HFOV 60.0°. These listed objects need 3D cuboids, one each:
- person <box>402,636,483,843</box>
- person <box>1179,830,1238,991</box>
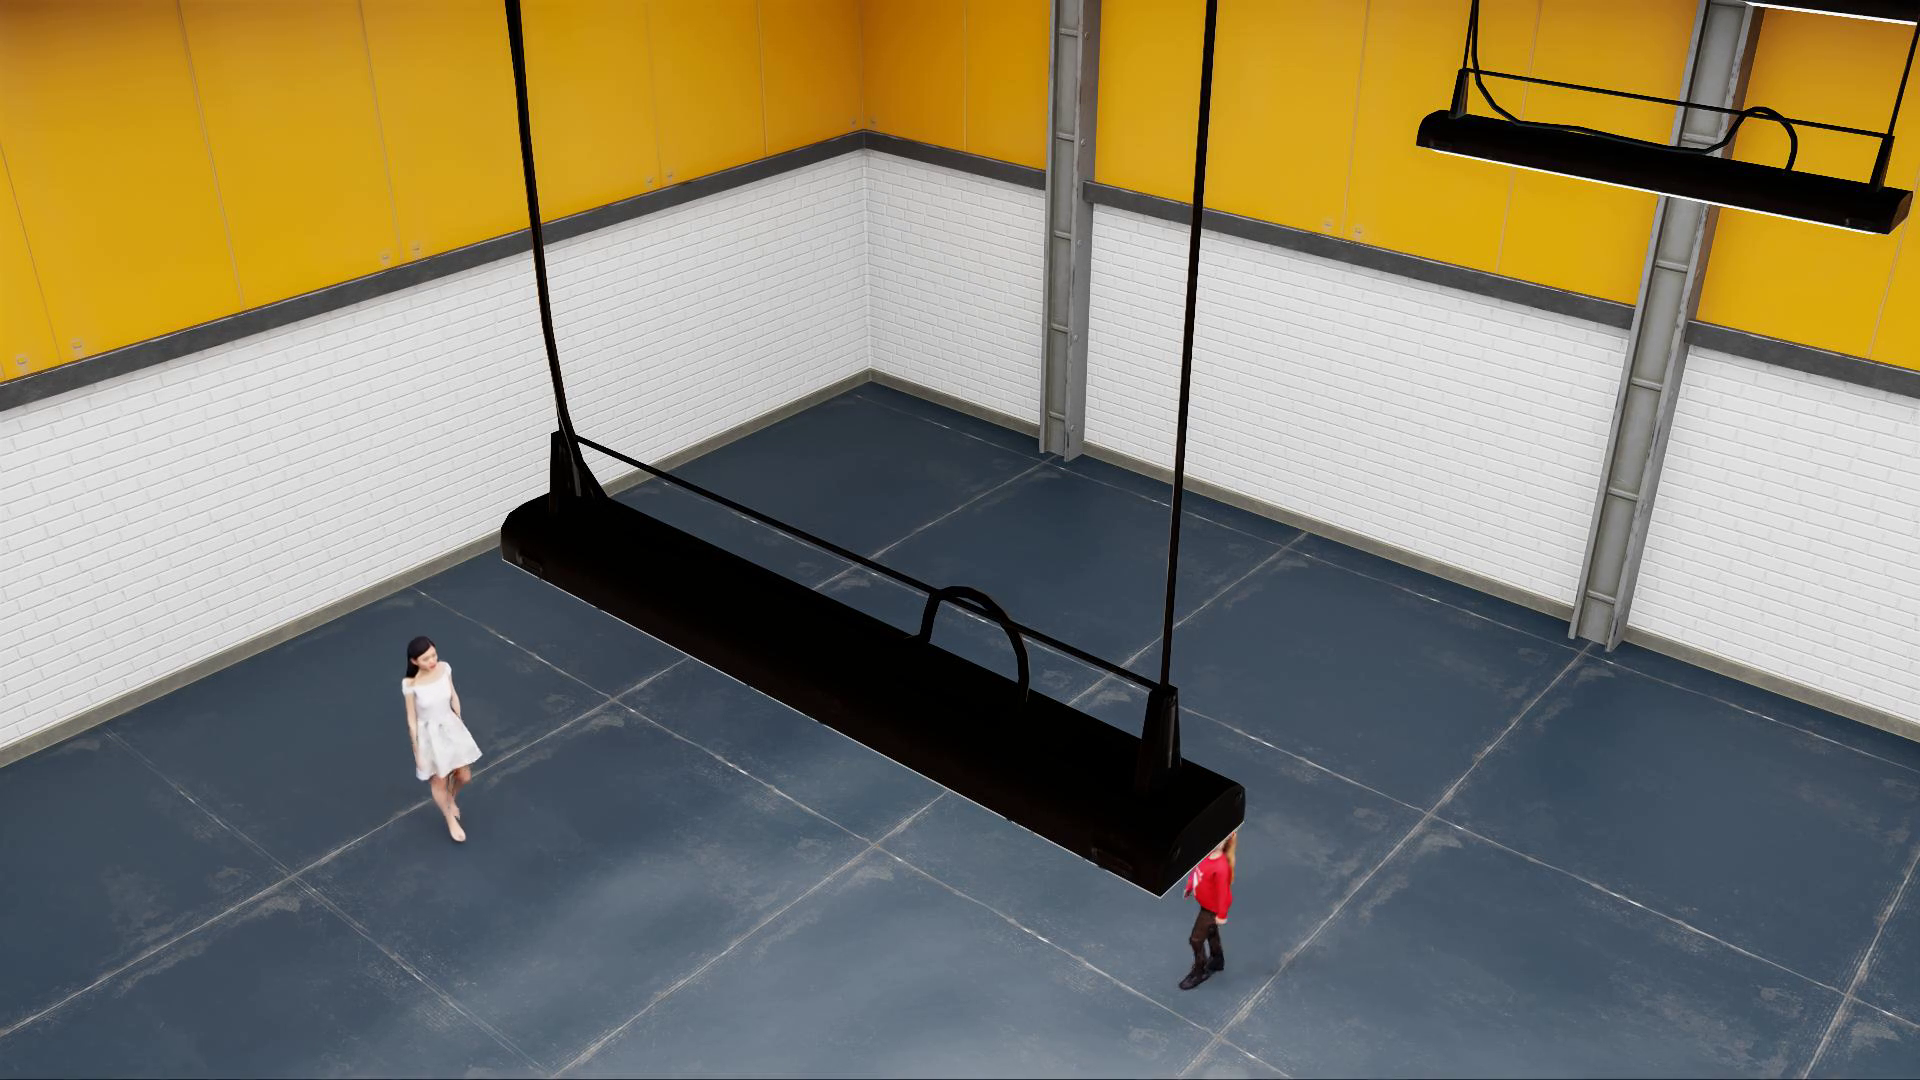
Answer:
[{"bbox_3d":[-3.842,1.430,12.084,0.661,1.765,0.749,-25,37,-38],"label":"person"},{"bbox_3d":[1.701,2.357,10.901,0.692,1.270,0.636,-6,29,-10],"label":"person"}]
